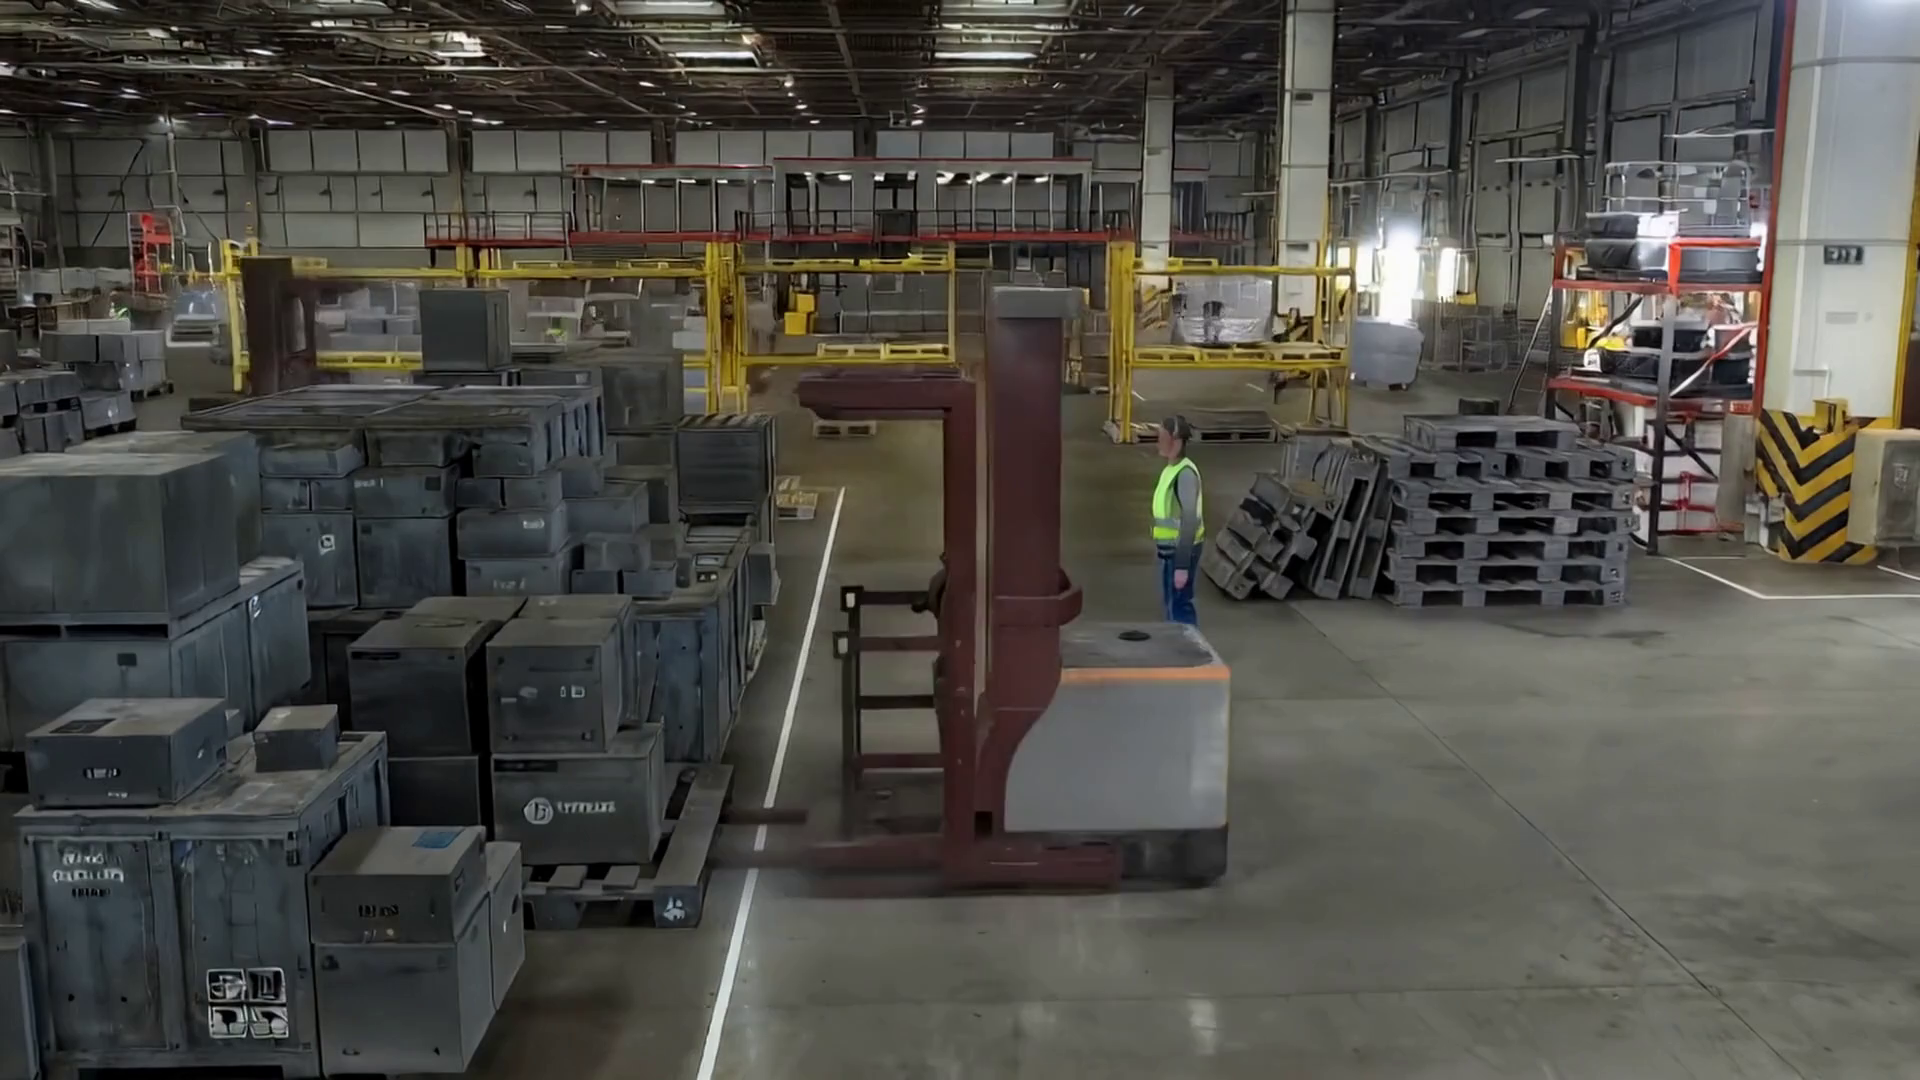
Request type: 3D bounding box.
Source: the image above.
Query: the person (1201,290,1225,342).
[{"bbox_3d":[6.345,-5.381,41.897,0.650,1.822,0.519,-5,11,-27],"label":"person"}]

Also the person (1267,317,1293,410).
[{"bbox_3d":[5.754,-3.181,30.024,0.559,1.681,0.412,-6,12,-30],"label":"person"}]

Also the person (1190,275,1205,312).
[{"bbox_3d":[10.191,-10.742,71.361,0.628,1.977,0.409,7,12,34],"label":"person"}]

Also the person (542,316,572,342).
[{"bbox_3d":[-6.569,-2.767,27.344,0.518,1.824,0.699,-6,12,-30],"label":"person"}]

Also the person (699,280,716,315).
[{"bbox_3d":[-7.524,-6.887,50.073,0.574,1.896,0.931,-6,12,-29],"label":"person"}]

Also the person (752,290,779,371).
[{"bbox_3d":[-4.612,-4.865,38.809,0.630,1.910,0.936,6,12,29],"label":"person"}]

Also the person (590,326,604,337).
[{"bbox_3d":[-4.893,-1.937,22.493,0.592,1.909,0.409,2,10,10],"label":"person"}]

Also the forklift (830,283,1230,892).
[{"bbox_3d":[0.315,0.172,8.022,1.873,2.768,1.129,0,10,-2],"label":"forklift"}]

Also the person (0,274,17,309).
[{"bbox_3d":[-38.449,-10.050,67.371,0.627,2.009,0.843,-4,11,-20],"label":"person"}]

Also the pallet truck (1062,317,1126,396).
[{"bbox_3d":[2.483,-3.881,33.060,1.885,1.965,0.823,-7,13,-36],"label":"pallet truck"}]

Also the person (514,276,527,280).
[{"bbox_3d":[-18.738,-10.621,71.106,0.597,1.826,1.025,-7,12,-34],"label":"person"}]

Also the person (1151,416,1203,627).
[{"bbox_3d":[1.452,0.101,11.200,0.360,1.882,0.575,0,10,-2],"label":"person"}]

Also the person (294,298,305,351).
[{"bbox_3d":[-15.179,-4.803,38.483,0.550,1.885,0.982,0,10,0],"label":"person"}]

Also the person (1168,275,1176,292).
[{"bbox_3d":[8.086,-9.357,64.038,0.624,1.832,0.433,-7,13,-35],"label":"person"}]

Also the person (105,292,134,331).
[{"bbox_3d":[-17.421,-4.176,34.581,0.688,2.000,0.845,4,11,23],"label":"person"}]

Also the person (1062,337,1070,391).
[{"bbox_3d":[1.418,-2.515,25.701,0.598,1.902,0.656,-1,10,-8],"label":"person"}]

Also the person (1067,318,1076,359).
[{"bbox_3d":[2.488,-4.711,38.439,0.621,1.725,0.499,1,10,5],"label":"person"}]

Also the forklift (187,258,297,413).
[{"bbox_3d":[-8.757,-2.189,21.177,1.873,2.768,1.129,0,10,-2],"label":"forklift"}]

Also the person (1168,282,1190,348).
[{"bbox_3d":[6.119,-6.189,46.177,0.924,1.913,0.603,8,13,36],"label":"person"}]

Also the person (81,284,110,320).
[{"bbox_3d":[-21.476,-5.359,41.338,0.705,1.982,0.411,-6,12,-30],"label":"person"}]

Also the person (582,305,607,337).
[{"bbox_3d":[-7.073,-3.608,32.069,0.553,1.806,0.994,3,10,14],"label":"person"}]
